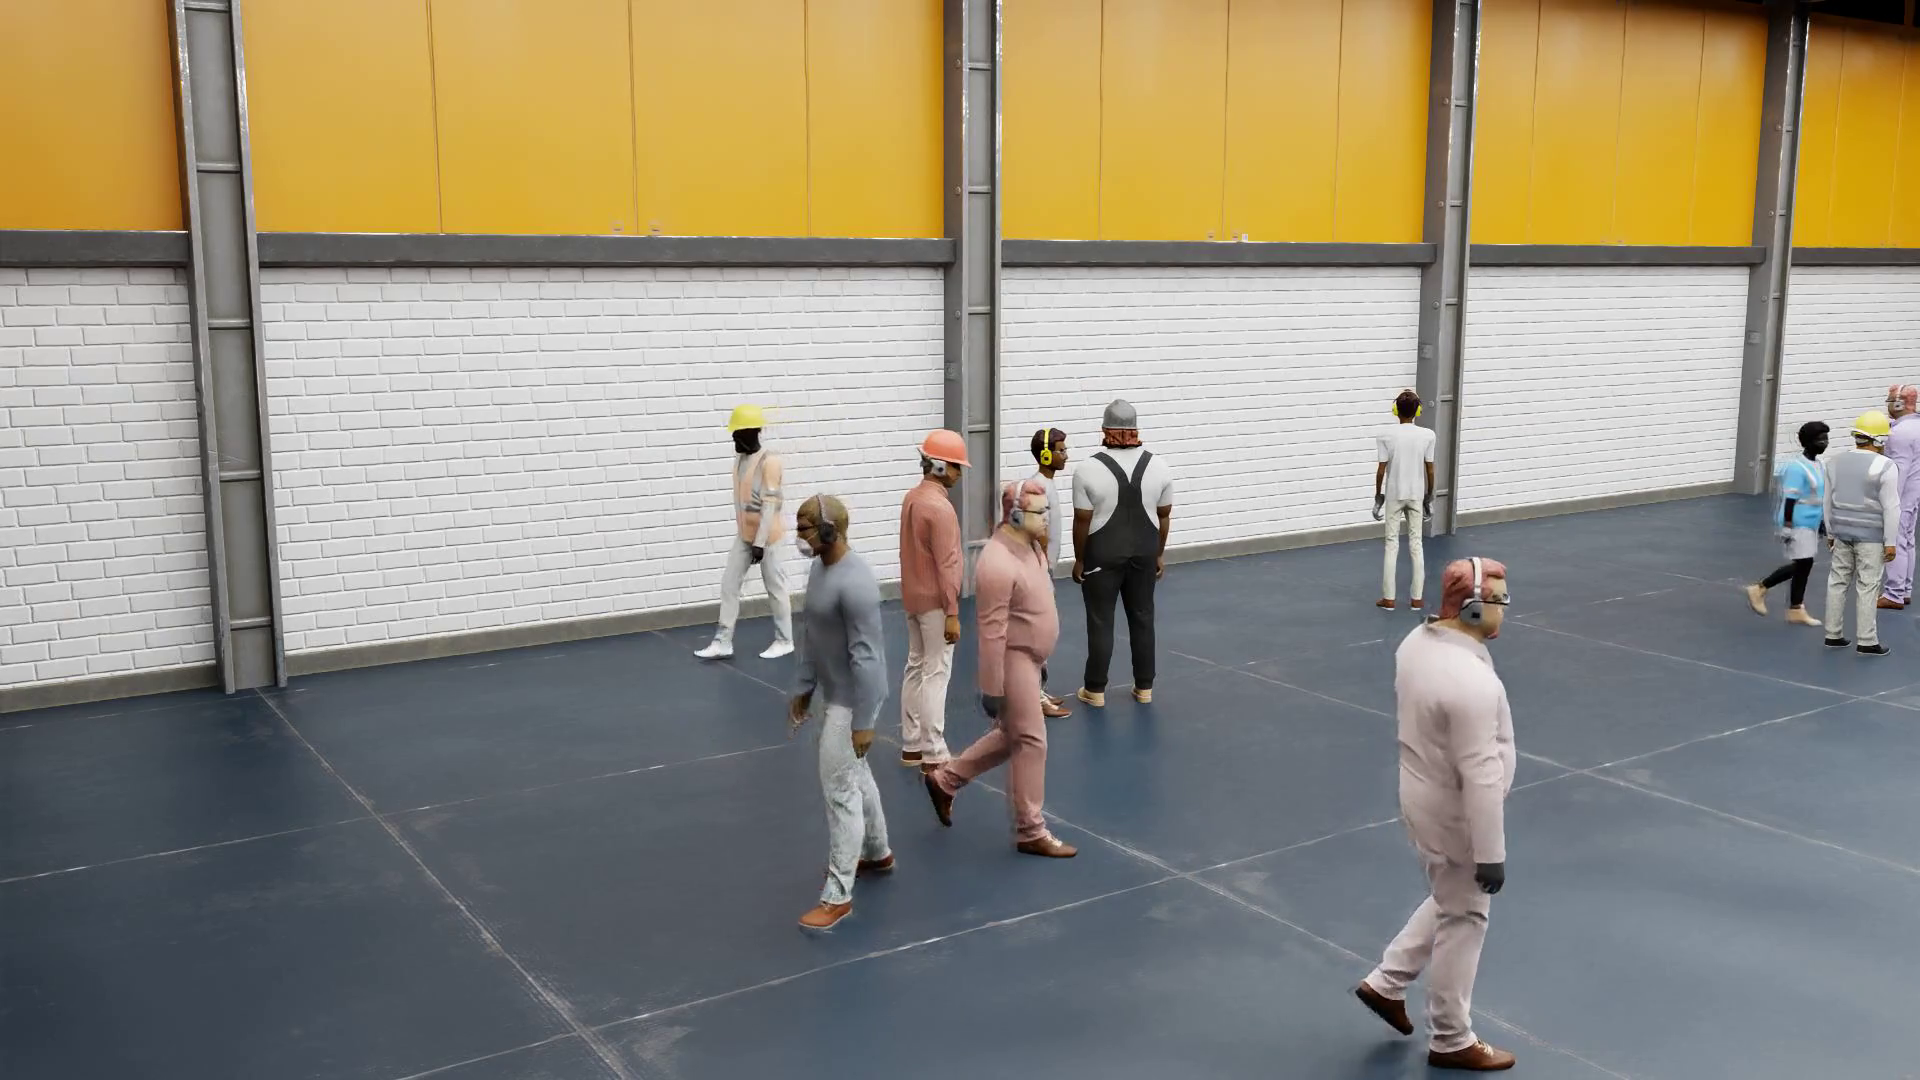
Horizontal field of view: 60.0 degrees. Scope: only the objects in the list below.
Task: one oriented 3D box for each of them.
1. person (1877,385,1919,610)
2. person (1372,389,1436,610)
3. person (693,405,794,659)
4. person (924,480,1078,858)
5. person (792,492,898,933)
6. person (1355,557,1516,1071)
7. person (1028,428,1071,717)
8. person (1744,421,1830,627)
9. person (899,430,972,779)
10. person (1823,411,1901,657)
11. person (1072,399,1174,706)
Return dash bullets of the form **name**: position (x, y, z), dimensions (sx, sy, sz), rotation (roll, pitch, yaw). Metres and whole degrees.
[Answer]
- **person**: position (7.944, -0.366, 14.125), dimensions (0.402, 1.904, 0.652), rotation (9, 13, 42)
- **person**: position (3.743, -0.334, 14.035), dimensions (0.508, 1.872, 0.329), rotation (1, 9, 4)
- **person**: position (-1.575, -0.031, 12.145), dimensions (0.866, 1.893, 0.593), rotation (-8, 12, -40)
- **person**: position (0.203, 0.622, 8.239), dimensions (0.760, 1.879, 0.645), rotation (2, 10, 12)
- **person**: position (-0.510, 0.731, 7.511), dimensions (0.489, 1.917, 0.807), rotation (-3, 10, -16)
- **person**: position (1.772, 0.990, 5.962), dimensions (0.445, 1.894, 0.675), rotation (0, 9, -3)
- **person**: position (0.551, 0.203, 10.796), dimensions (0.334, 1.873, 0.517), rotation (0, 9, -1)
- **person**: position (6.730, -0.136, 13.429), dimensions (0.530, 1.679, 0.477), rotation (-9, 13, -44)
- **person**: position (-0.133, 0.362, 9.498), dimensions (0.407, 1.980, 0.622), rotation (-4, 10, -22)
- **person**: position (6.741, -0.048, 12.424), dimensions (0.403, 1.833, 0.591), rotation (-4, 10, -25)
- **person**: position (1.034, 0.079, 11.034), dimensions (0.683, 2.000, 0.538), rotation (-2, 10, -14)
